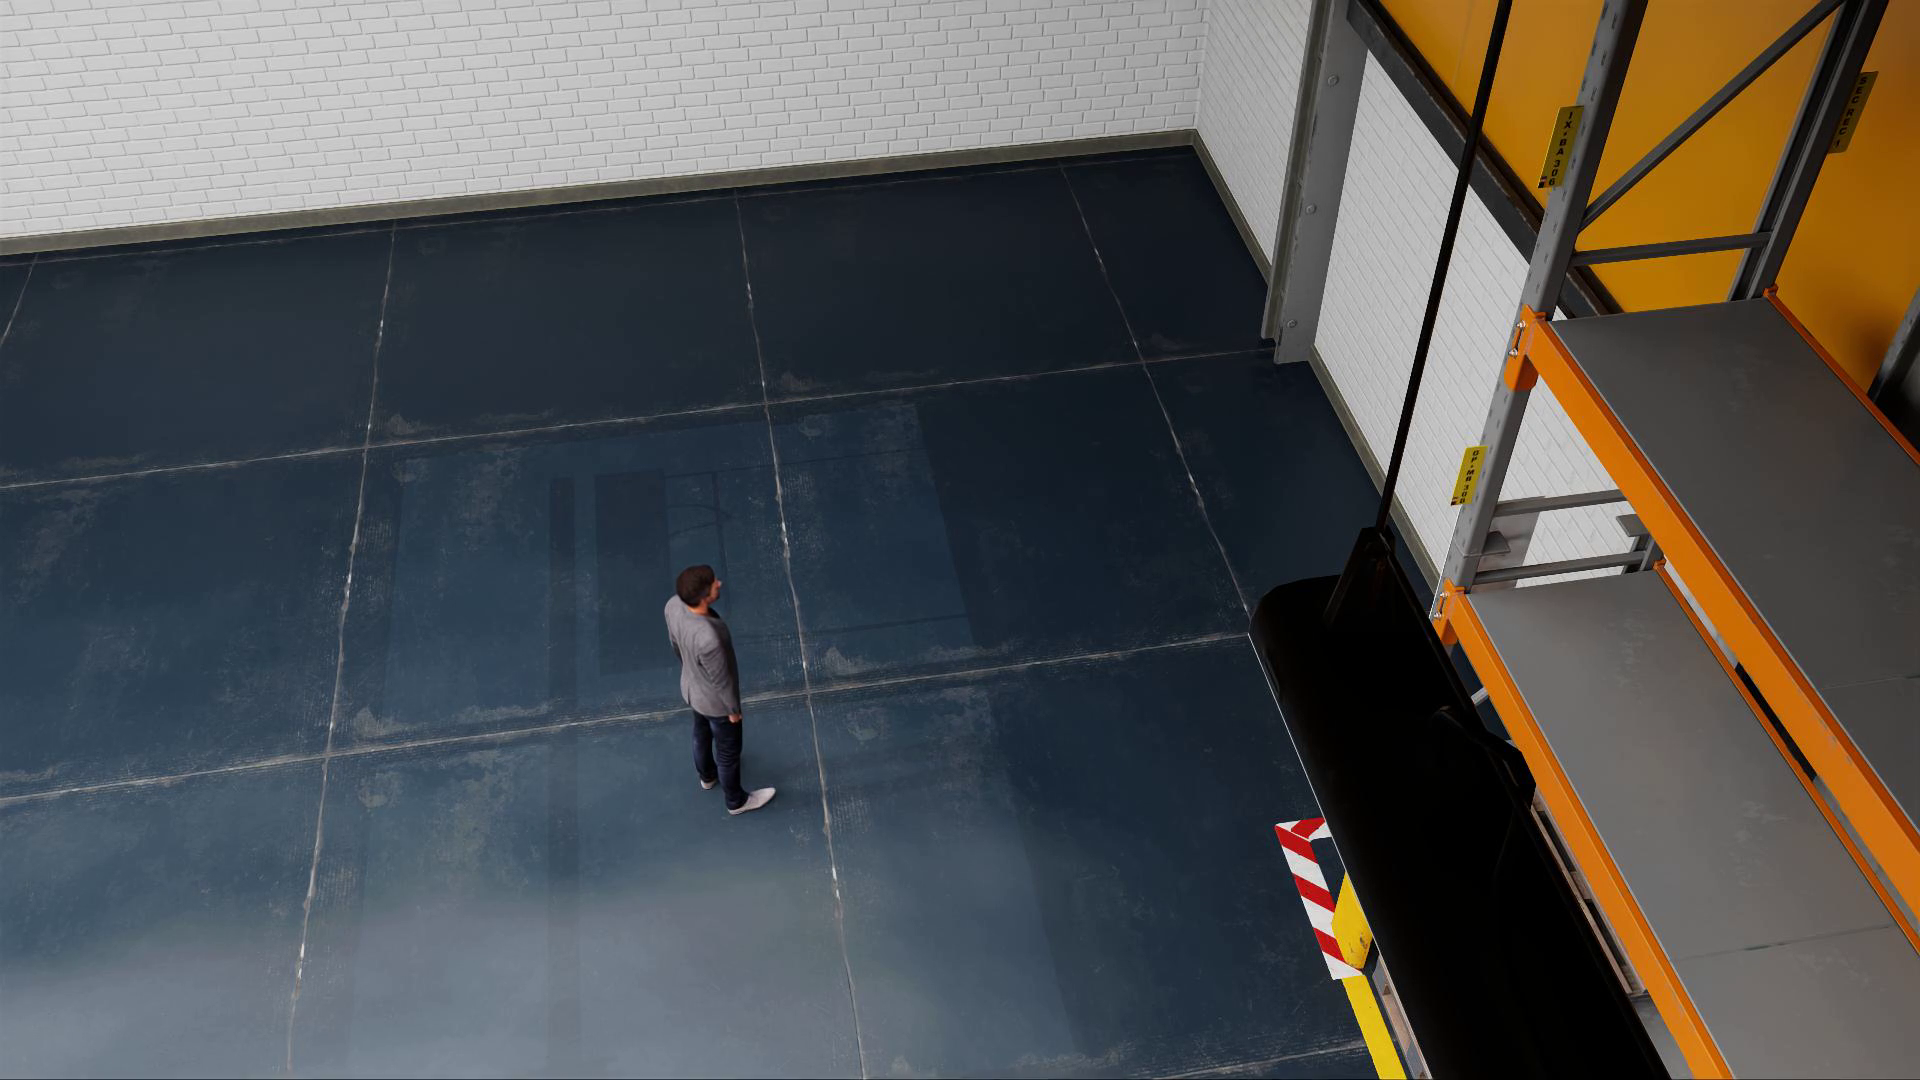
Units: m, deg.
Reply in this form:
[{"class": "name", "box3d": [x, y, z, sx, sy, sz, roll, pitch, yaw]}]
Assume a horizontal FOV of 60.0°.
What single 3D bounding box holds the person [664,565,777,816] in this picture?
[{"class": "person", "box3d": [-1.412, 0.851, 9.484, 0.840, 1.874, 0.723, -30, 51, -28]}]
